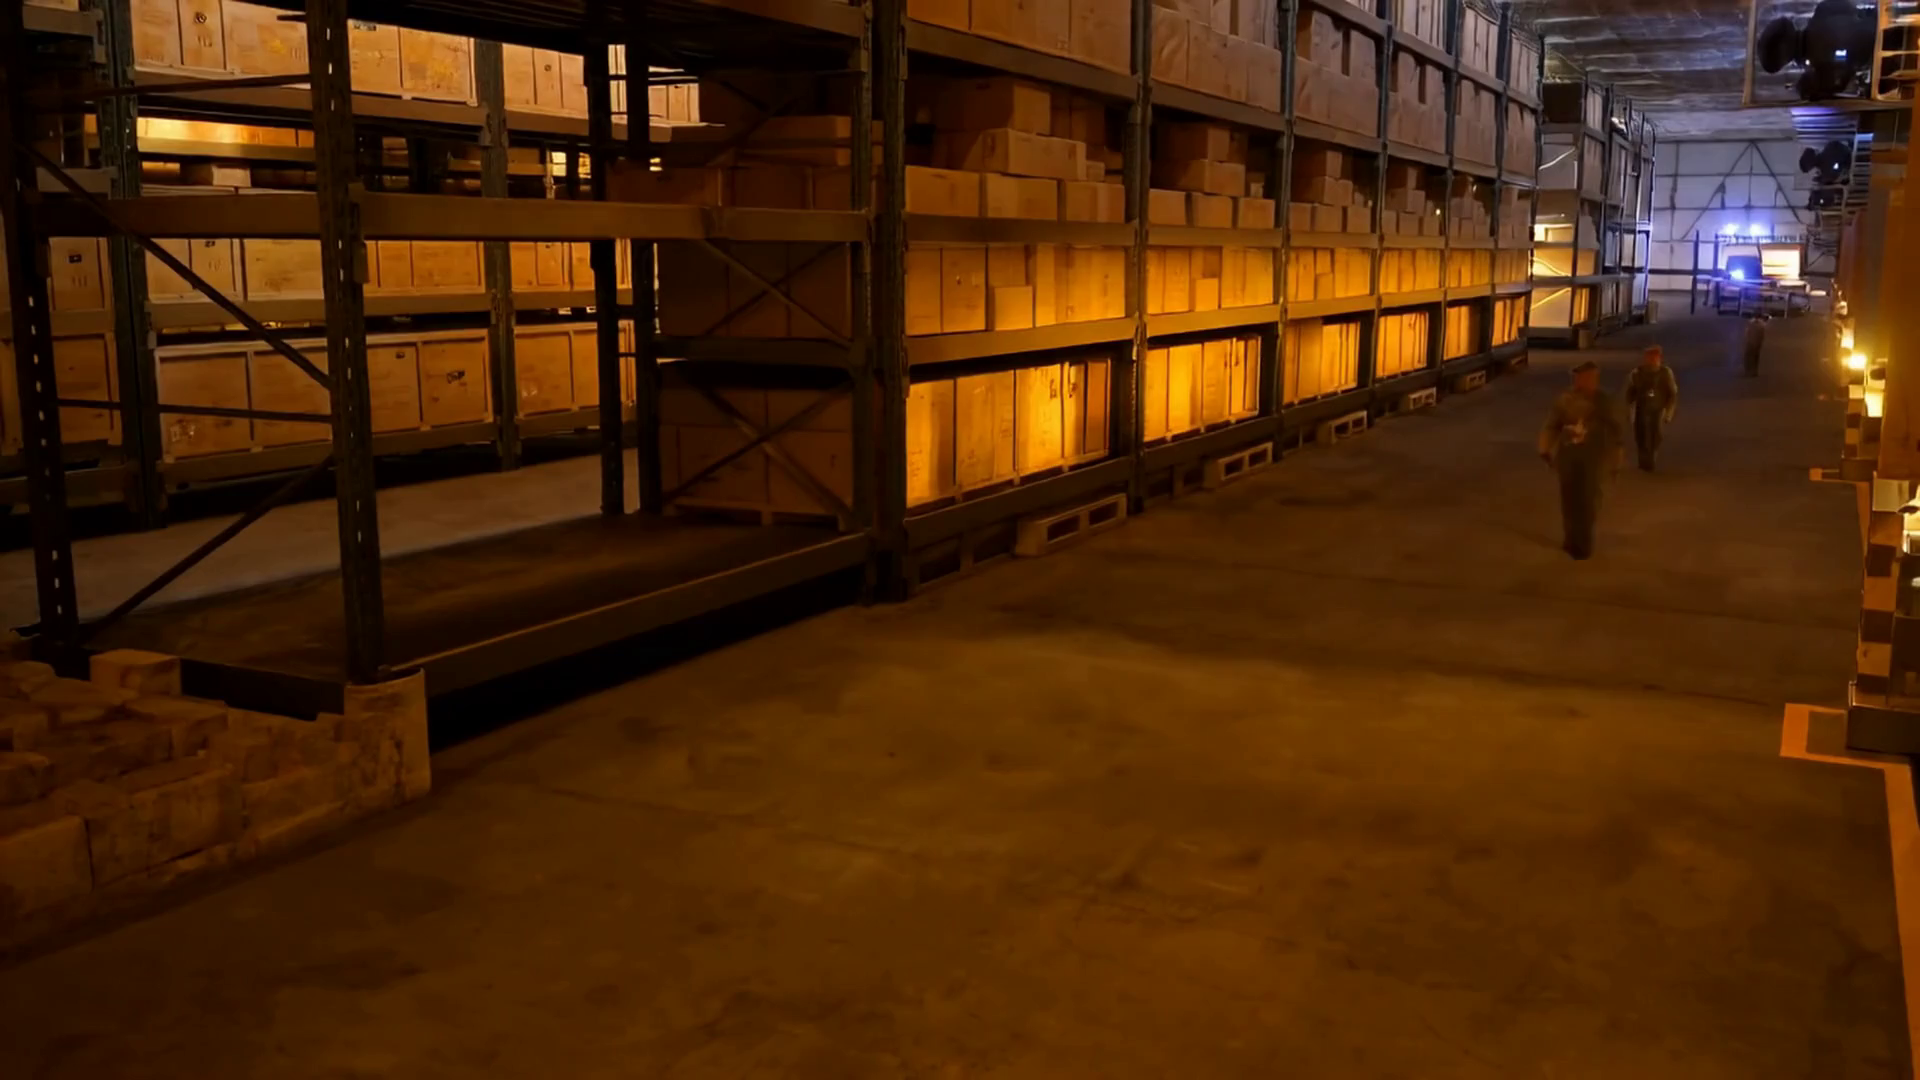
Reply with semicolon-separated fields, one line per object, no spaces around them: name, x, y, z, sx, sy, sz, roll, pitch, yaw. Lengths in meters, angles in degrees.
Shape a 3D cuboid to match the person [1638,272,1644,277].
person;36.366;-13.970;88.841;0.509;1.629;0.317;3;10;15
